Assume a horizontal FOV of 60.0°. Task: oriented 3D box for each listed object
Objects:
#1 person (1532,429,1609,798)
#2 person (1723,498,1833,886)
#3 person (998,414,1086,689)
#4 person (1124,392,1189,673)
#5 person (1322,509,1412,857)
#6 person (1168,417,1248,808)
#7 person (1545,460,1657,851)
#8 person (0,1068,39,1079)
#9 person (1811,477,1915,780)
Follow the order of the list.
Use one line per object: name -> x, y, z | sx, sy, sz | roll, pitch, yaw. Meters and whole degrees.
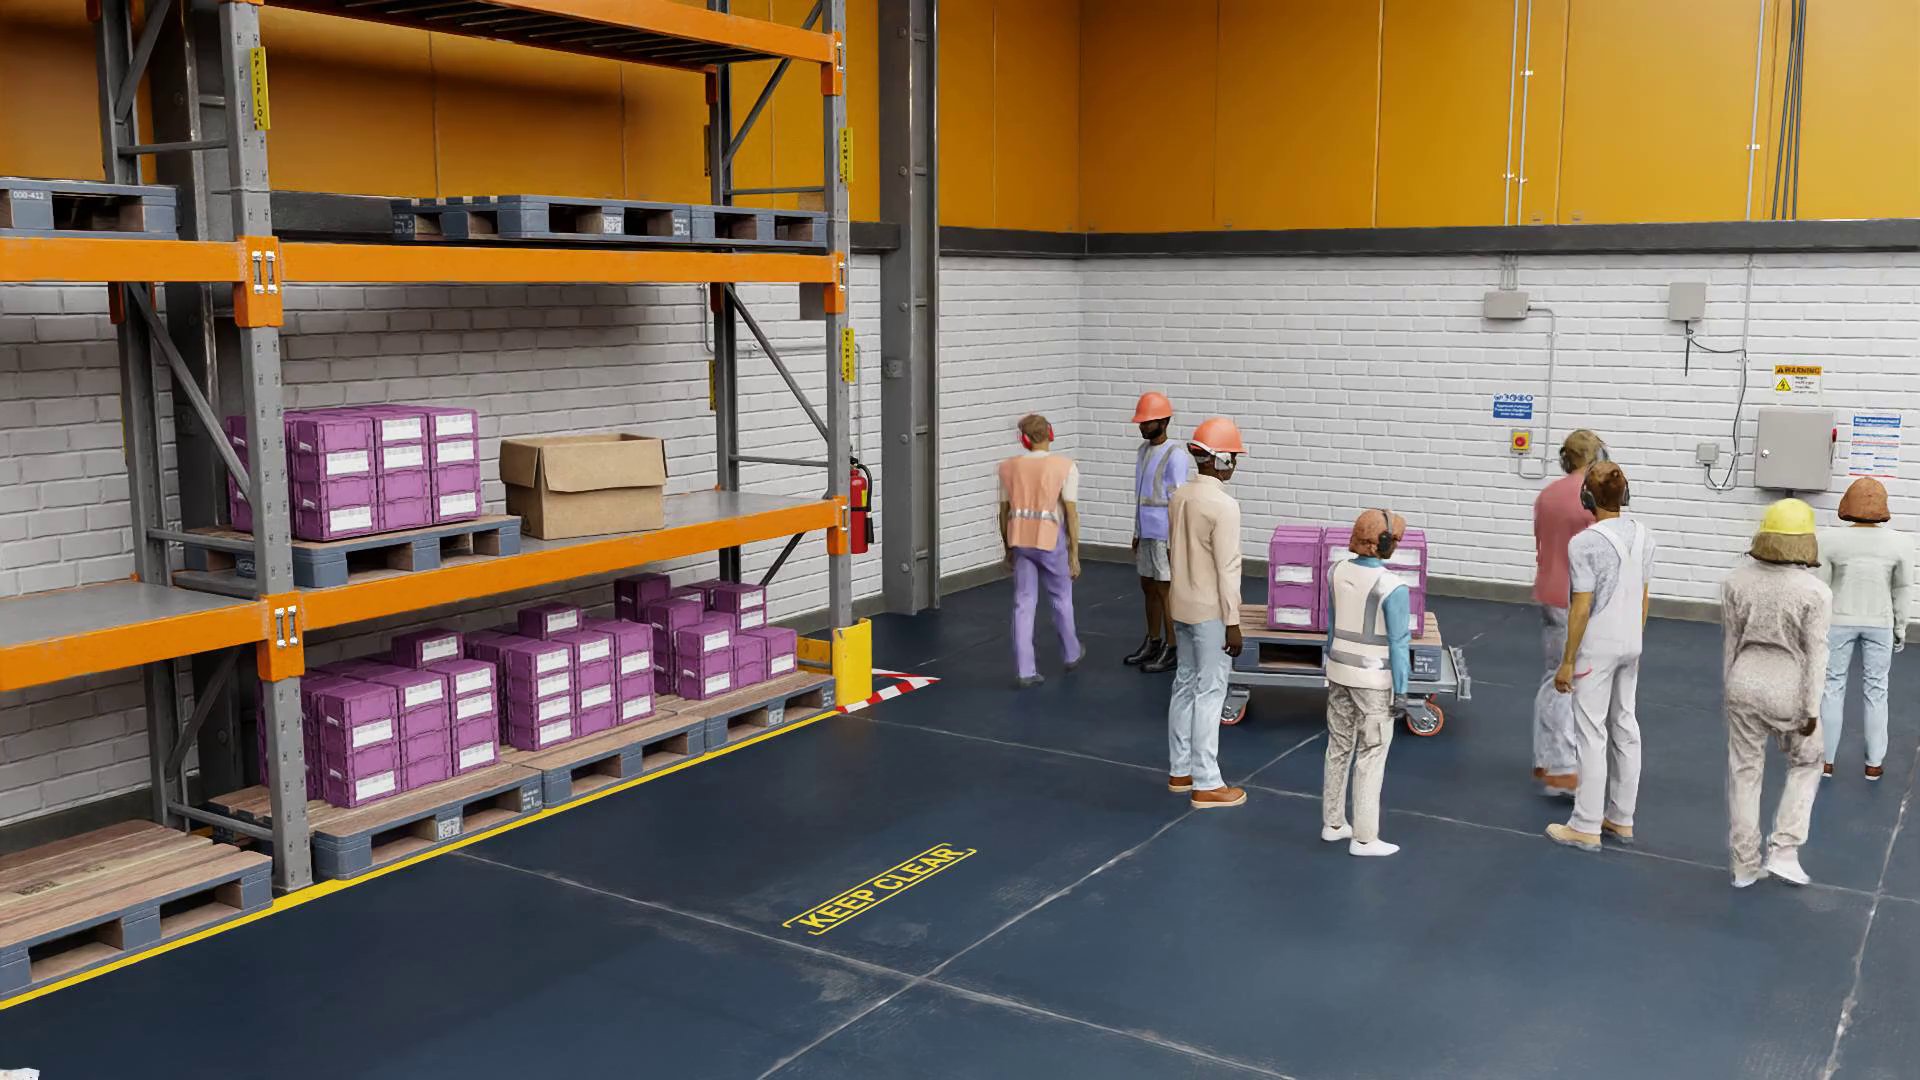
person -> 3.213, 0.379, 8.739 | 0.468, 1.894, 0.765 | -1, 9, -9
person -> 3.585, 0.675, 7.322 | 0.387, 1.730, 0.491 | -7, 11, -40
person -> 0.586, 0.055, 11.161 | 0.608, 1.790, 0.926 | 4, 10, 23
person -> 1.336, -0.053, 11.431 | 0.391, 1.928, 0.545 | -4, 10, -23
person -> 1.883, 0.663, 7.735 | 0.319, 1.630, 0.528 | -5, 10, -28
person -> 1.276, 0.367, 8.523 | 0.407, 1.986, 0.612 | -3, 9, -20
person -> 3.019, 0.543, 7.834 | 0.505, 1.842, 0.349 | -4, 10, -26
person -> -3.314, 1.055, 5.012 | 0.484, 1.684, 0.816 | 5, 10, 31
person -> 4.820, 0.475, 8.941 | 0.501, 1.636, 0.280 | 3, 9, 18
